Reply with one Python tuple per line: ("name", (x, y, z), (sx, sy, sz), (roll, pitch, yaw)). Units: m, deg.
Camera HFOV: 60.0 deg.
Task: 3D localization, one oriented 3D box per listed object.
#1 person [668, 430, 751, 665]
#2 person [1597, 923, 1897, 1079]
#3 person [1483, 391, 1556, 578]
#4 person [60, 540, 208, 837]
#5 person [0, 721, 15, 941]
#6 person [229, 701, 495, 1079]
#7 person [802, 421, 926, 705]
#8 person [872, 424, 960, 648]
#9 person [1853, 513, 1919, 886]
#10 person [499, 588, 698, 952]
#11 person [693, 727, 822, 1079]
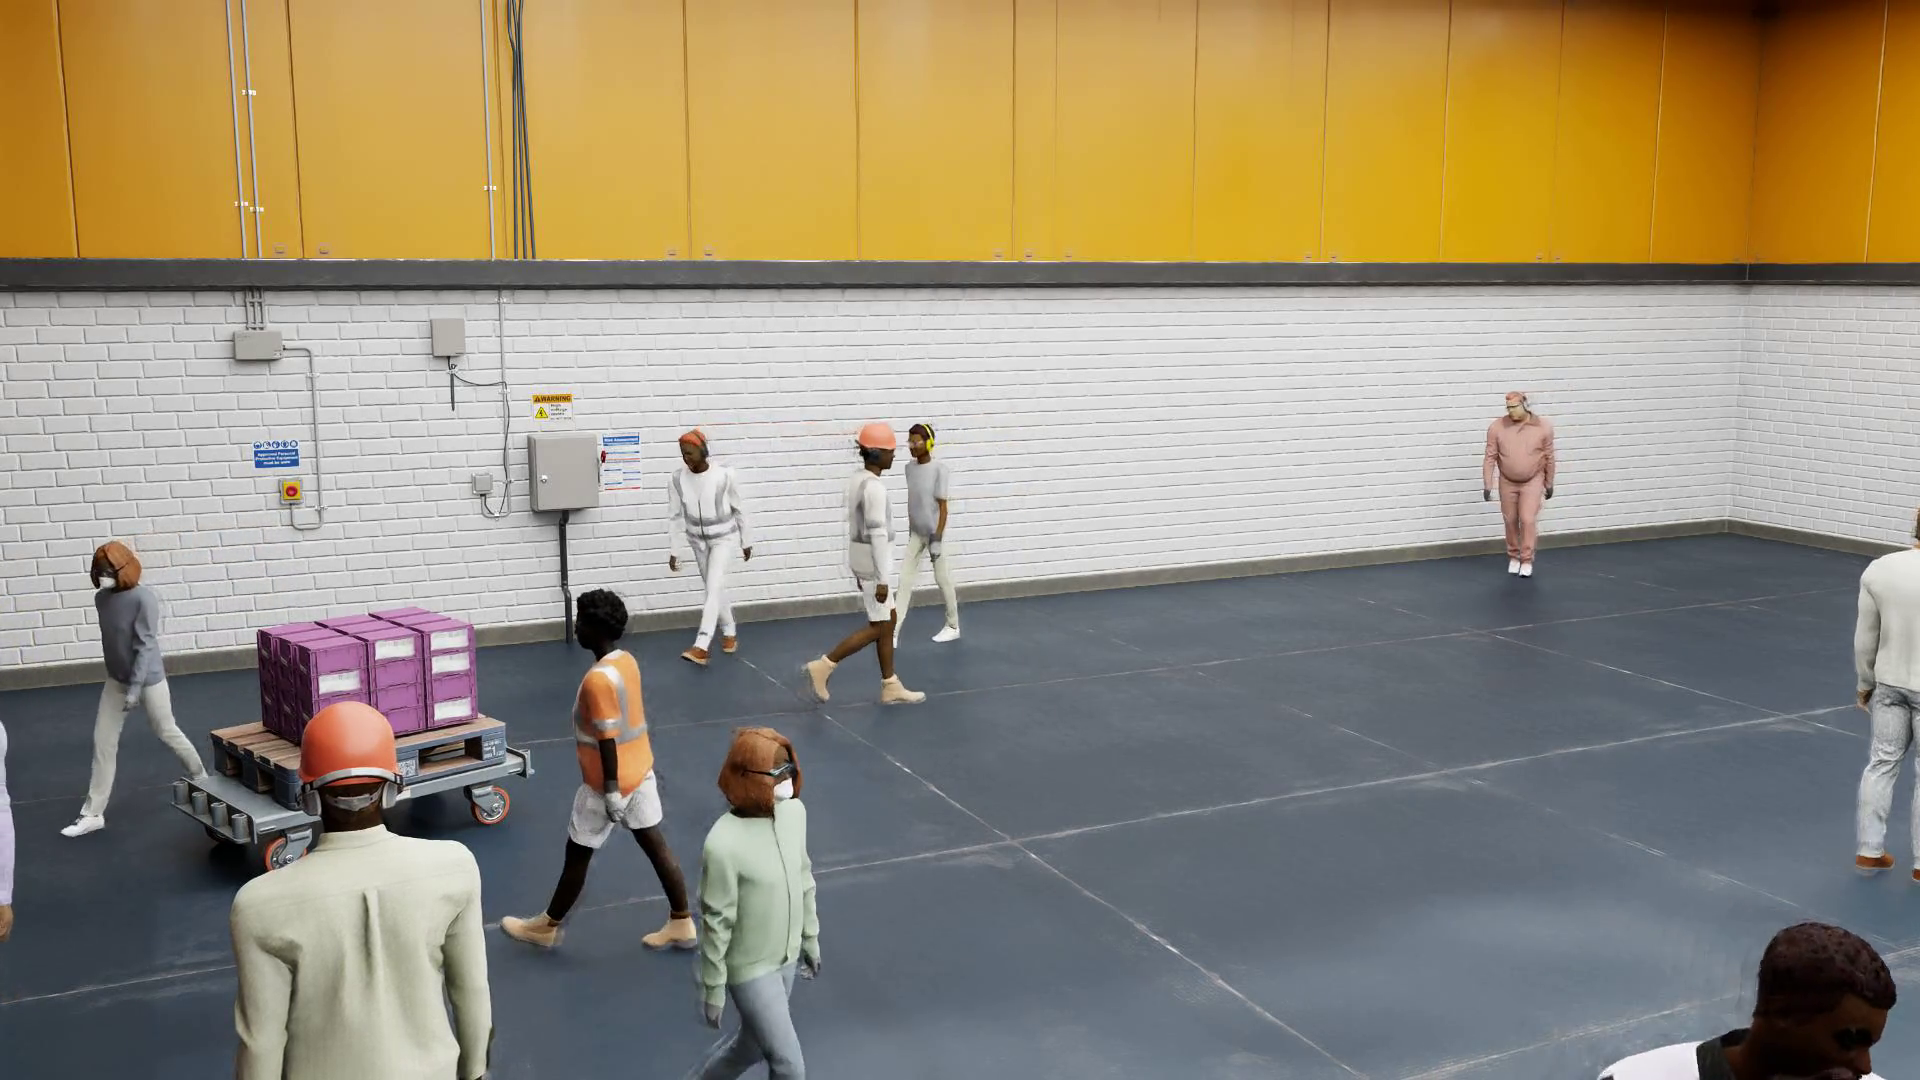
("person", (-1.974, 0.047, 12.955), (0.583, 1.814, 0.992), (3, 10, 16))
("person", (1.469, 1.587, 3.225), (0.611, 1.875, 0.534), (0, 9, -2))
("person", (5.562, -0.555, 16.570), (0.664, 1.864, 0.777), (5, 10, 27))
("person", (-4.526, 0.775, 9.143), (0.501, 1.593, 0.821), (4, 10, 23))
("person", (-3.578, 1.186, 5.689), (0.649, 1.878, 1.030), (-4, 10, -26))
("person", (-1.475, 1.380, 4.148), (0.625, 1.992, 0.386), (-7, 11, -36))
("person", (-0.670, 0.183, 11.504), (0.803, 2.020, 0.618), (-2, 9, -12))
("person", (-0.320, -0.026, 13.409), (0.551, 1.817, 0.961), (9, 12, 43))
("person", (4.738, 0.761, 8.247), (0.523, 1.940, 0.655), (-5, 11, -30))
("person", (-1.587, 1.030, 7.358), (0.891, 1.644, 0.548), (1, 9, 5))
("person", (-0.676, 1.371, 5.426), (0.803, 1.599, 0.508), (5, 10, 27))
